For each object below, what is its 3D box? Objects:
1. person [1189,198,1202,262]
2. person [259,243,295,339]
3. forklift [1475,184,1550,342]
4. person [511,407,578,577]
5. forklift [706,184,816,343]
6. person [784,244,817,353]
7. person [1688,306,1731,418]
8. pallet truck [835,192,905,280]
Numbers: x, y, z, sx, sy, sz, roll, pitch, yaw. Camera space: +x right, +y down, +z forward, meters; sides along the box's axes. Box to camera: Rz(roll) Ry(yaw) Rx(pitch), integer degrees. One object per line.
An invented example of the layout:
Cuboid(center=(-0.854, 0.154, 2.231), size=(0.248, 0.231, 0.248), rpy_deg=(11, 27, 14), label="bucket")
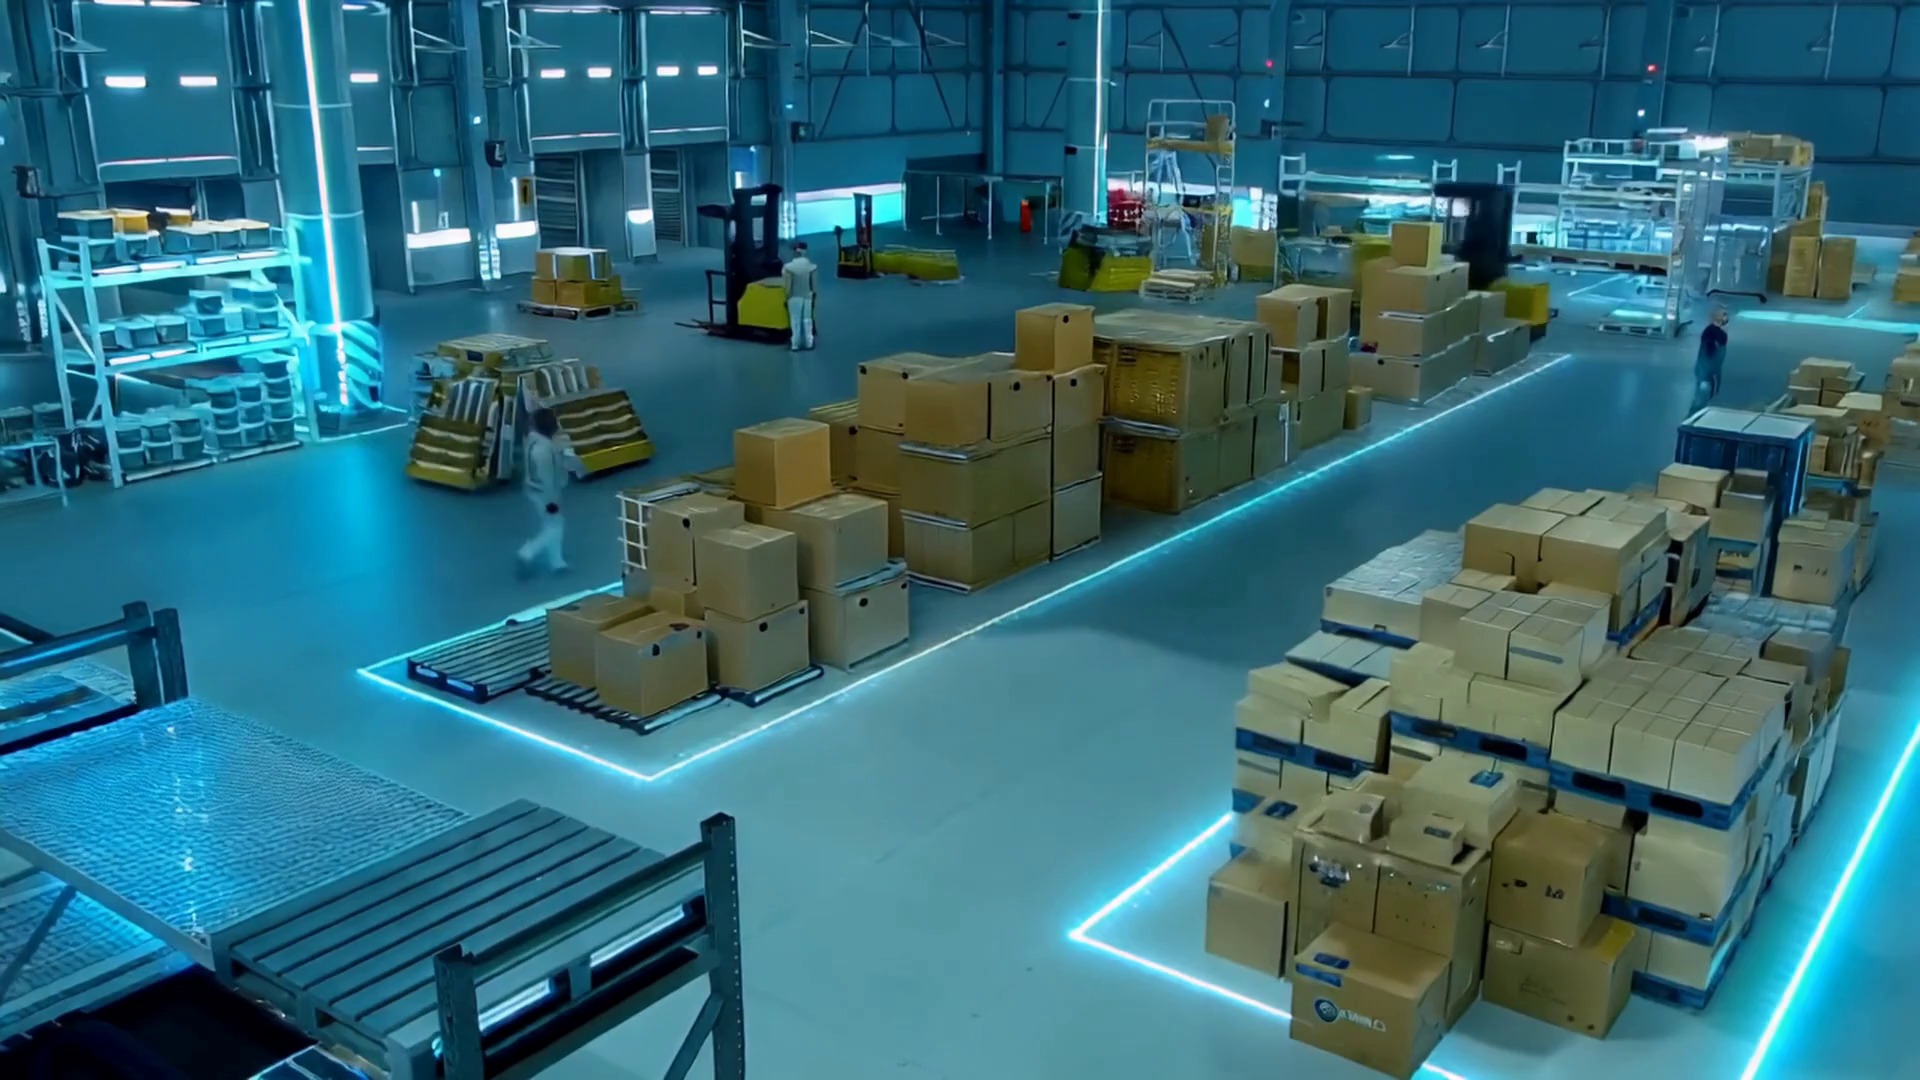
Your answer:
Cuboid(center=(5.727, -7.457, 40.481), size=(0.319, 1.697, 0.533), rpy_deg=(-2, 17, -7), label="person")
Cuboid(center=(-12.483, -4.459, 30.250), size=(0.594, 1.880, 0.949), rpy_deg=(5, 18, 18), label="person")
Cuboid(center=(9.924, -5.165, 30.877), size=(1.873, 2.768, 1.129), rpy_deg=(12, 21, 35), label="forklift")
Cuboid(center=(-4.323, -0.469, 17.124), size=(0.578, 1.823, 0.636), rpy_deg=(-5, 17, -15), label="person")
Cuboid(center=(-3.717, -5.181, 30.929), size=(1.873, 2.768, 1.129), rpy_deg=(12, 21, 35), label="forklift")
Cuboid(center=(-2.840, -4.309, 29.672), size=(0.634, 1.930, 0.384), rpy_deg=(-9, 19, -28), label="person")
Cuboid(center=(10.332, -2.270, 22.920), size=(0.380, 1.930, 0.624), rpy_deg=(14, 22, 39), label="person")
Cuboid(center=(-1.936, -7.159, 38.982), size=(1.885, 1.965, 0.823), rpy_deg=(-12, 21, -34), label="pallet truck")
